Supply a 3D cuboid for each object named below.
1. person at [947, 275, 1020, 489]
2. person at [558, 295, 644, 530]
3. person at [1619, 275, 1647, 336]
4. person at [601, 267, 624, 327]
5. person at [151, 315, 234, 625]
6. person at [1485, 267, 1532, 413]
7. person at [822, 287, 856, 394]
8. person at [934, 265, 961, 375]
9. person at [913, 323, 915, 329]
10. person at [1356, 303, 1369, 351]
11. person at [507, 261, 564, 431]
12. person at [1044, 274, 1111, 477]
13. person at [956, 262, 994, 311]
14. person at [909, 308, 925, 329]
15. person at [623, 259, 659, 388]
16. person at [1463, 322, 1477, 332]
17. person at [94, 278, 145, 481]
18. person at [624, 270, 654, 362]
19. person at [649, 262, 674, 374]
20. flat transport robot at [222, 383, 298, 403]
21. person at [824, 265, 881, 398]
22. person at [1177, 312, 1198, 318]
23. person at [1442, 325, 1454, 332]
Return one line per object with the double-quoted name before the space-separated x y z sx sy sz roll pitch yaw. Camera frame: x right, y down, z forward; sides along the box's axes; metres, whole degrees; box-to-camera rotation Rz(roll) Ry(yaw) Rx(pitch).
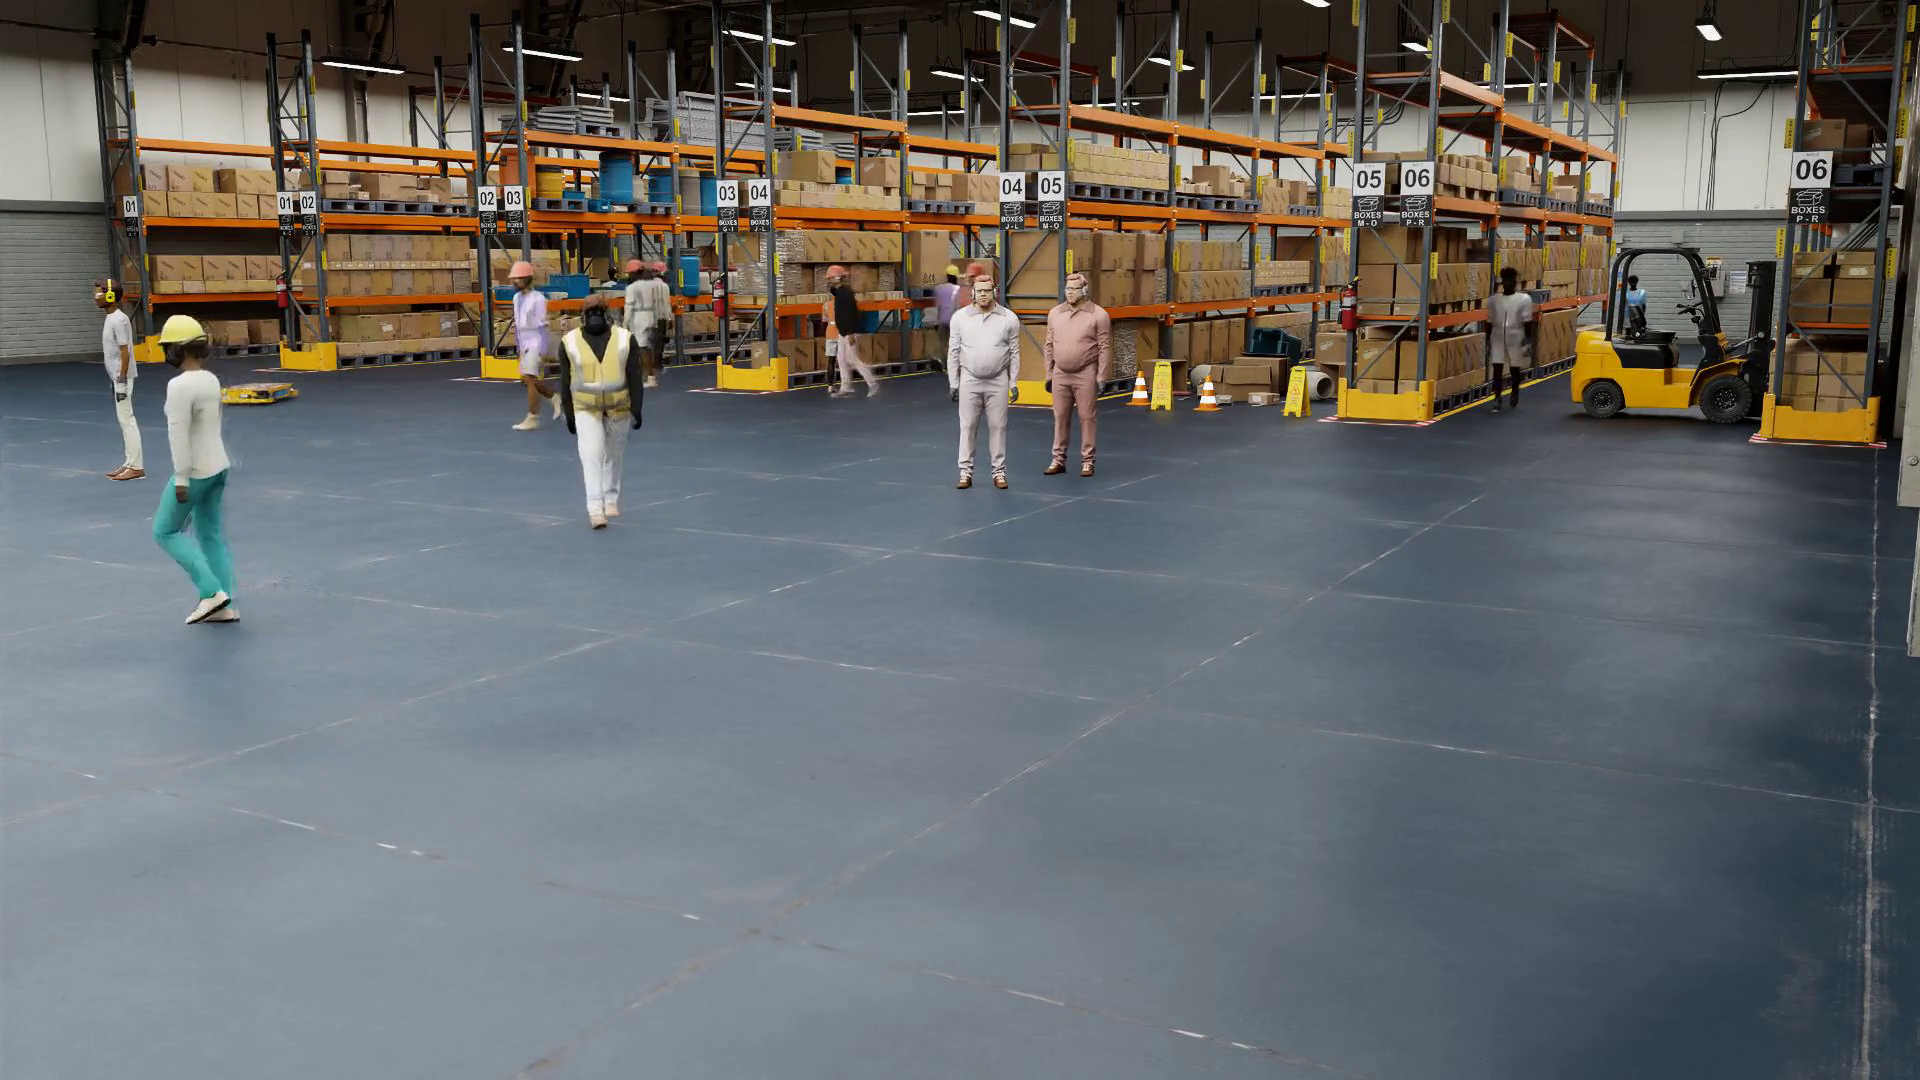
"person" 0.212 -1.402 14.841 0.651 1.907 0.409 0 10 -1
"person" -2.778 -1.007 12.917 0.620 1.789 1.009 -3 10 -17
"person" 13.996 -4.653 34.565 0.547 1.661 0.754 2 10 13
"person" -6.771 -4.405 32.532 0.535 1.868 0.309 4 11 23
"person" -4.294 -0.375 9.289 0.387 1.746 0.547 0 10 0
"person" 7.306 -2.669 22.156 0.620 1.939 0.785 5 11 27
"person" -1.823 -3.044 25.063 0.535 1.700 0.318 4 11 24
"person" -0.171 -3.826 28.991 0.603 1.917 0.442 5 11 29
"person" -1.090 -5.160 37.034 0.621 1.845 0.429 7 12 36
"person" 8.782 -5.047 36.330 0.510 1.860 0.333 2 10 11
"person" -5.042 -2.317 19.864 0.708 2.022 0.620 -9 13 -43
"person" 1.084 -1.549 15.696 0.641 1.910 0.401 5 11 26
"person" 0.214 -3.053 24.281 0.646 1.979 0.533 5 11 29
"person" -0.993 -5.035 36.322 0.384 1.837 0.568 -9 13 -41
"person" -5.092 -3.386 26.140 0.820 2.011 0.622 5 11 27
"person" 11.247 -5.101 36.628 0.485 1.864 0.636 -3 10 -15
"person" -7.807 -1.478 15.424 0.333 1.862 0.520 -5 11 -29
"person" -5.693 -3.927 29.612 0.592 1.912 0.613 6 11 31
"person" -5.266 -3.912 29.347 0.659 1.967 0.567 9 13 43
"flat transport robot" -9.996 -2.099 23.705 0.652 0.197 1.431 -1 10 -5
"person" -1.591 -3.040 24.325 0.768 1.951 0.641 -3 10 -19
"person" 4.937 -4.951 35.894 0.623 1.803 0.871 4 11 23
"person" 11.254 -5.392 37.807 0.982 2.000 0.702 8 12 37
